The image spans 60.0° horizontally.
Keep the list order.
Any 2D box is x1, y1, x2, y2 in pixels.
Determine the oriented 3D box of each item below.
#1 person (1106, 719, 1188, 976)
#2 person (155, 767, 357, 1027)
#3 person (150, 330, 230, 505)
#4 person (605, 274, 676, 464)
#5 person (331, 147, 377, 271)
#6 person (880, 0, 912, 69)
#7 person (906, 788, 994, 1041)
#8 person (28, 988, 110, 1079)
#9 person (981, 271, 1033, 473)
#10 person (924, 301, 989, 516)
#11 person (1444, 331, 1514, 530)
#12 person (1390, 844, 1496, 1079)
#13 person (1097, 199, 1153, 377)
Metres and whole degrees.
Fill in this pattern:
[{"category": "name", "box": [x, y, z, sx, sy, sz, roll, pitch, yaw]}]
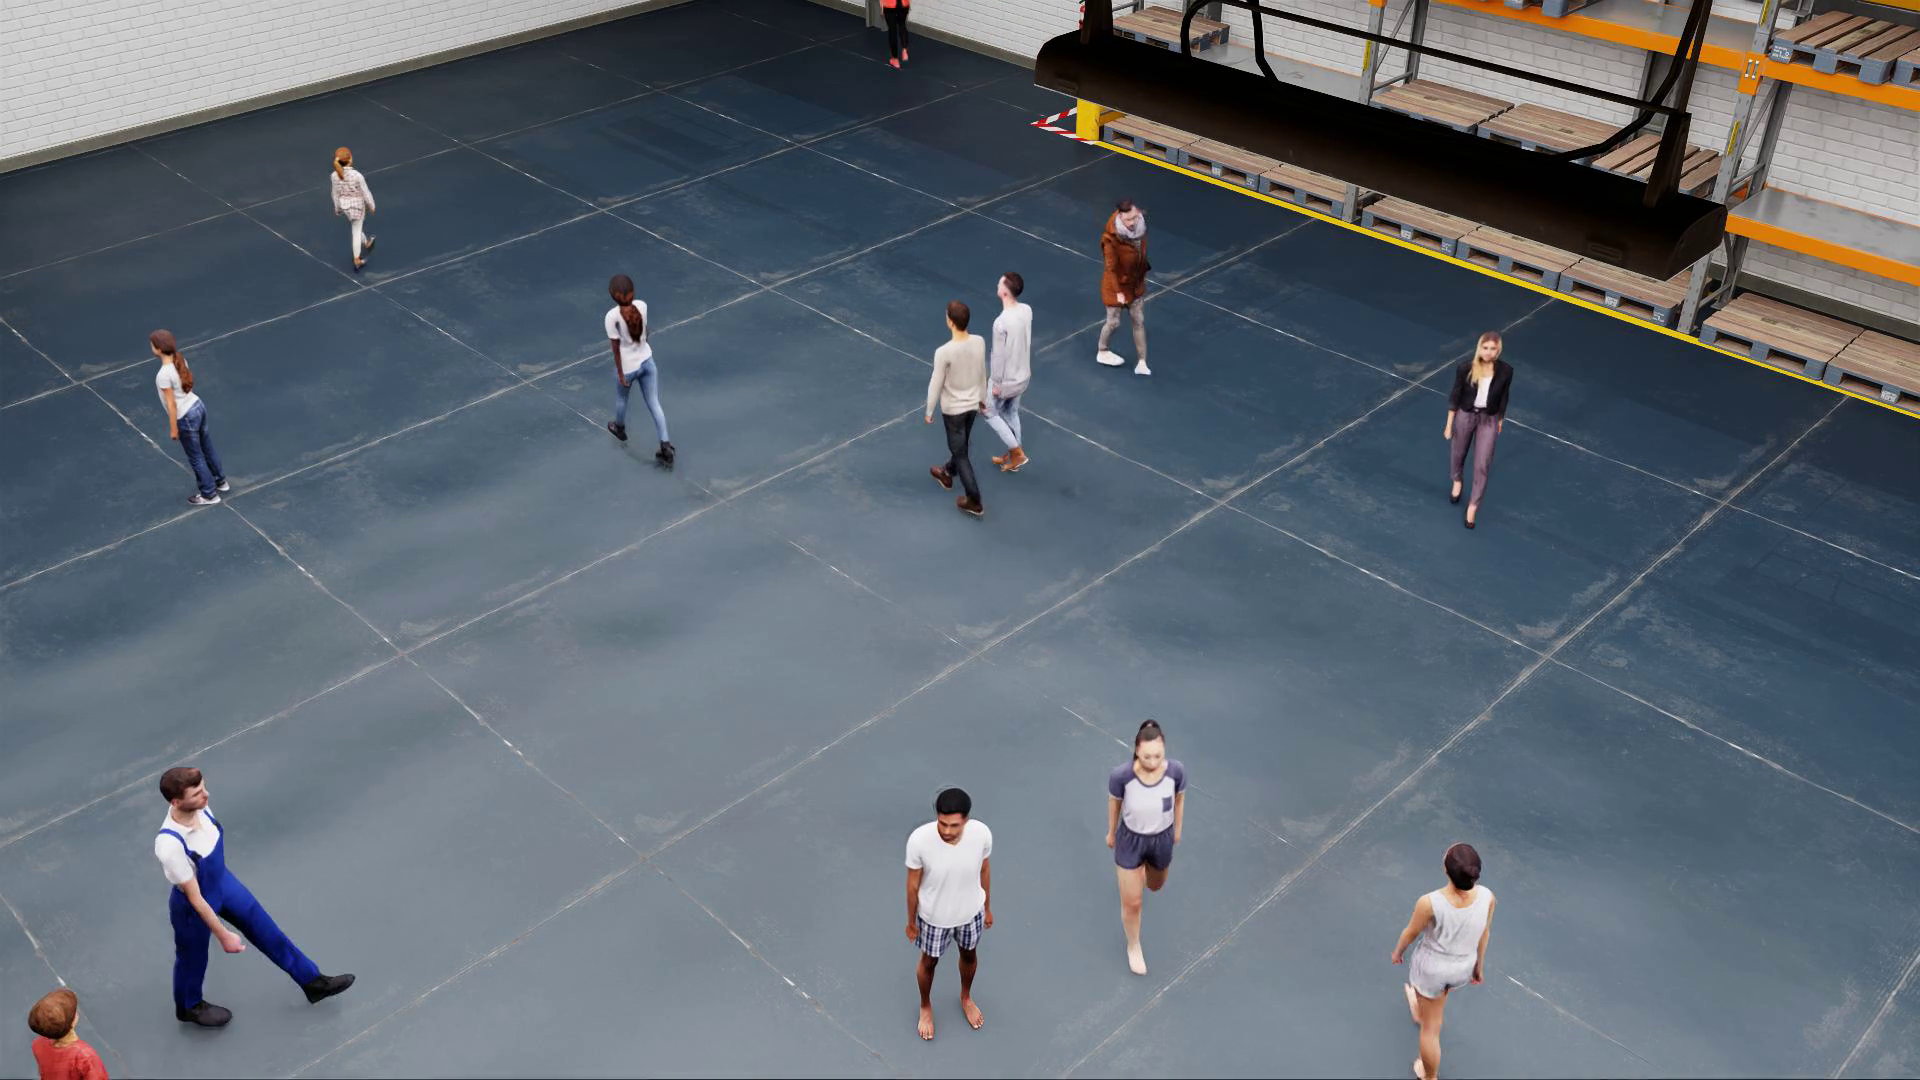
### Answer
[{"category": "person", "box": [1.040, 1.680, 9.562, 0.934, 1.625, 1.048, -4, 34, -6]}, {"category": "person", "box": [-4.155, 1.972, 8.967, 1.278, 1.797, 1.177, 2, 34, 3]}, {"category": "person", "box": [-6.367, -1.029, 13.695, 0.677, 1.562, 0.633, 4, 34, 6]}, {"category": "person", "box": [-2.719, -1.430, 14.193, 0.623, 1.677, 1.141, -26, 42, -33]}, {"category": "person", "box": [-6.478, -3.498, 17.665, 0.898, 1.280, 0.900, 5, 34, 7]}, {"category": "person", "box": [-0.856, -7.427, 23.205, 0.702, 1.689, 0.735, -14, 36, -19]}, {"category": "person", "box": [-0.049, 1.989, 9.002, 0.711, 1.731, 0.699, -9, 35, -13]}, {"category": "person", "box": [-4.289, 2.811, 8.069, 0.829, 1.394, 0.828, 10, 35, 15]}, {"category": "person", "box": [0.481, -1.360, 13.955, 0.728, 1.825, 0.756, 21, 39, 28]}, {"category": "person", "box": [0.038, -1.028, 13.446, 0.739, 1.836, 1.039, -24, 40, -31]}, {"category": "person", "box": [4.191, -0.975, 13.539, 0.962, 1.645, 0.943, 8, 34, 12]}, {"category": "person", "box": [2.555, 2.281, 8.694, 0.898, 1.586, 1.007, -4, 34, -7]}, {"category": "person", "box": [1.506, -2.404, 15.557, 1.017, 1.790, 0.848, 29, 43, 36]}]
